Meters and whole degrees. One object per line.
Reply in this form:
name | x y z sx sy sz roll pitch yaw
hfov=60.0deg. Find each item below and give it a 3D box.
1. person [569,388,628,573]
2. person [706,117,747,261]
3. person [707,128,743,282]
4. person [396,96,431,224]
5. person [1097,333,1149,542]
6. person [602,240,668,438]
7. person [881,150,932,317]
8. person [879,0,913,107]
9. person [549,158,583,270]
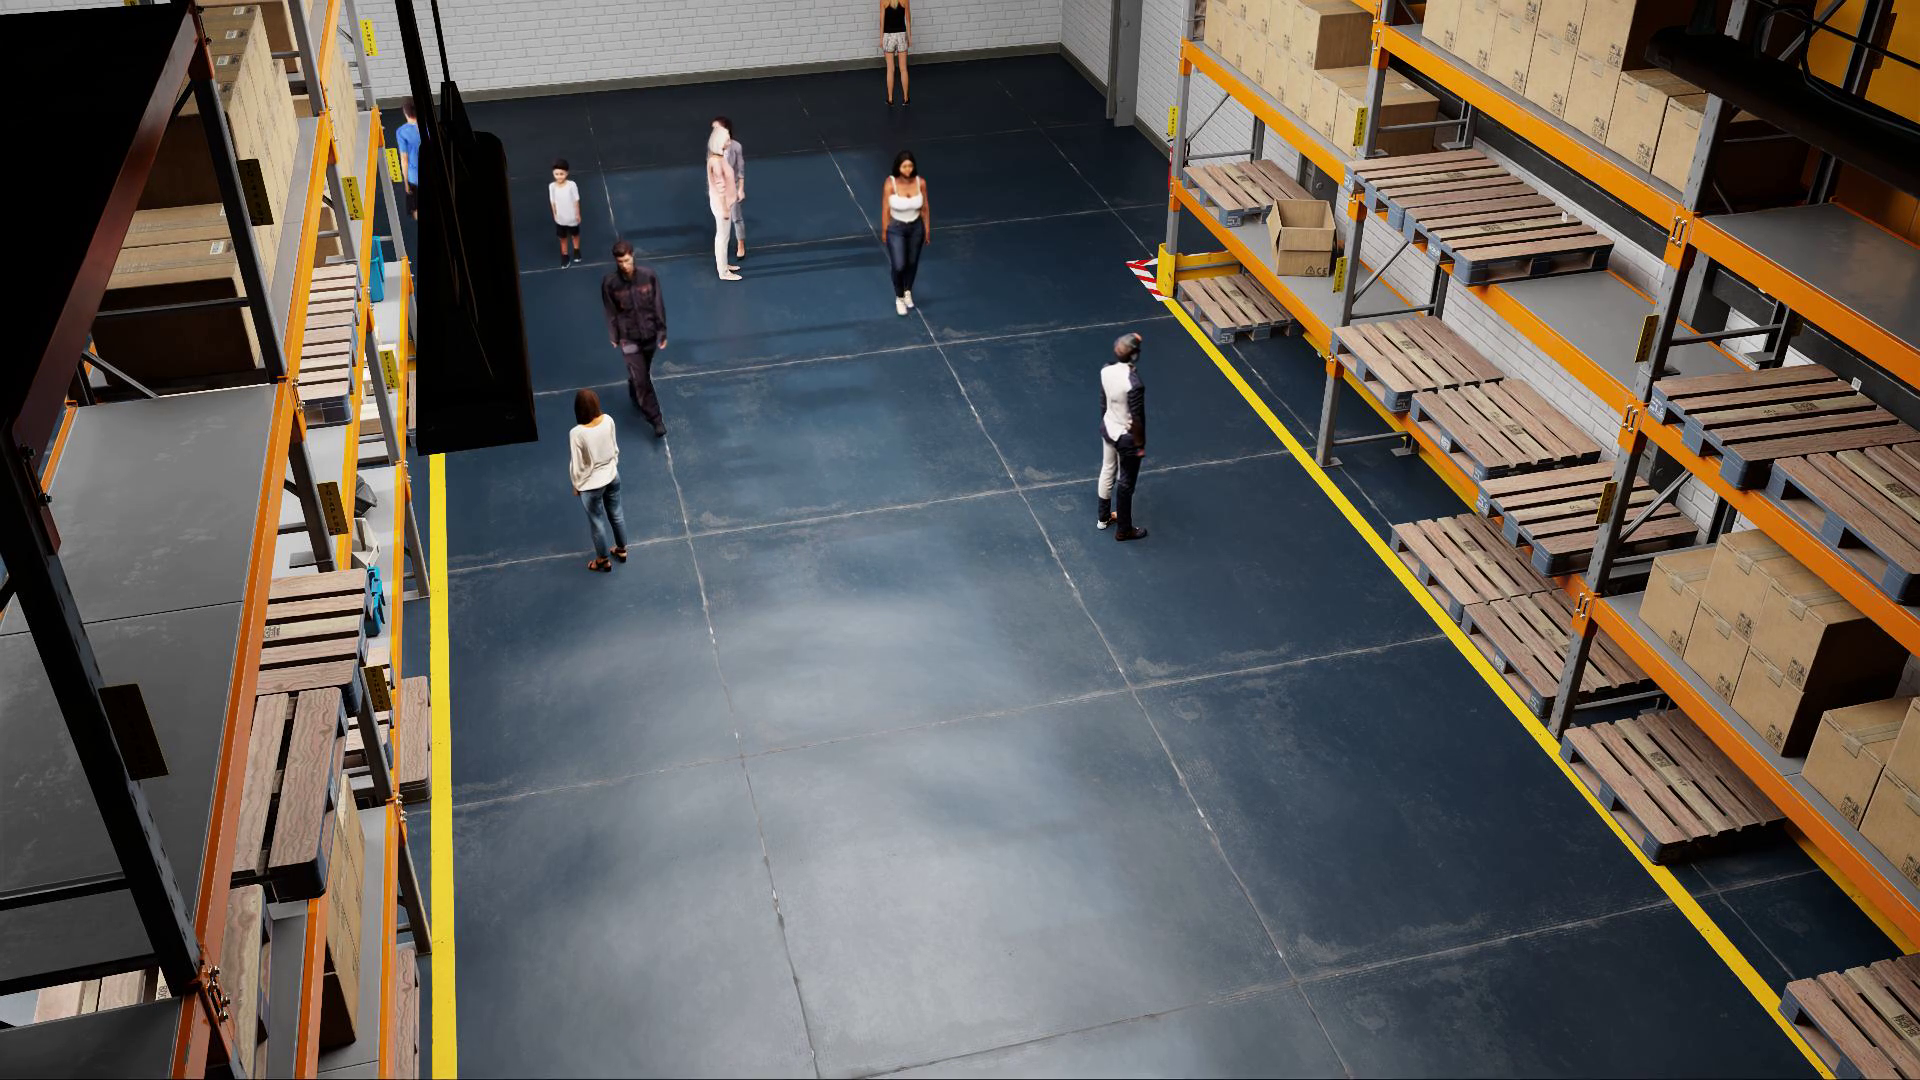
person | -2.971 -0.497 13.673 0.720 1.683 0.698 25 41 33
person | -2.649 -4.018 18.974 0.728 1.678 0.763 11 35 16
person | -2.658 -3.758 18.541 0.682 1.724 0.487 -5 34 -7
person | -6.068 -4.074 18.898 0.769 1.855 0.843 -24 41 -32
person | 1.367 -0.884 14.065 0.810 1.893 0.641 -19 38 -26
person | -3.069 -1.981 15.730 0.914 1.877 1.310 -17 37 -23
person | -0.614 -3.346 17.859 0.662 1.793 0.714 -10 35 -14
person | -0.910 -7.051 23.387 0.650 1.845 0.565 -3 34 -5
person | -4.480 -3.771 18.998 0.562 1.240 0.717 -3 34 -5
